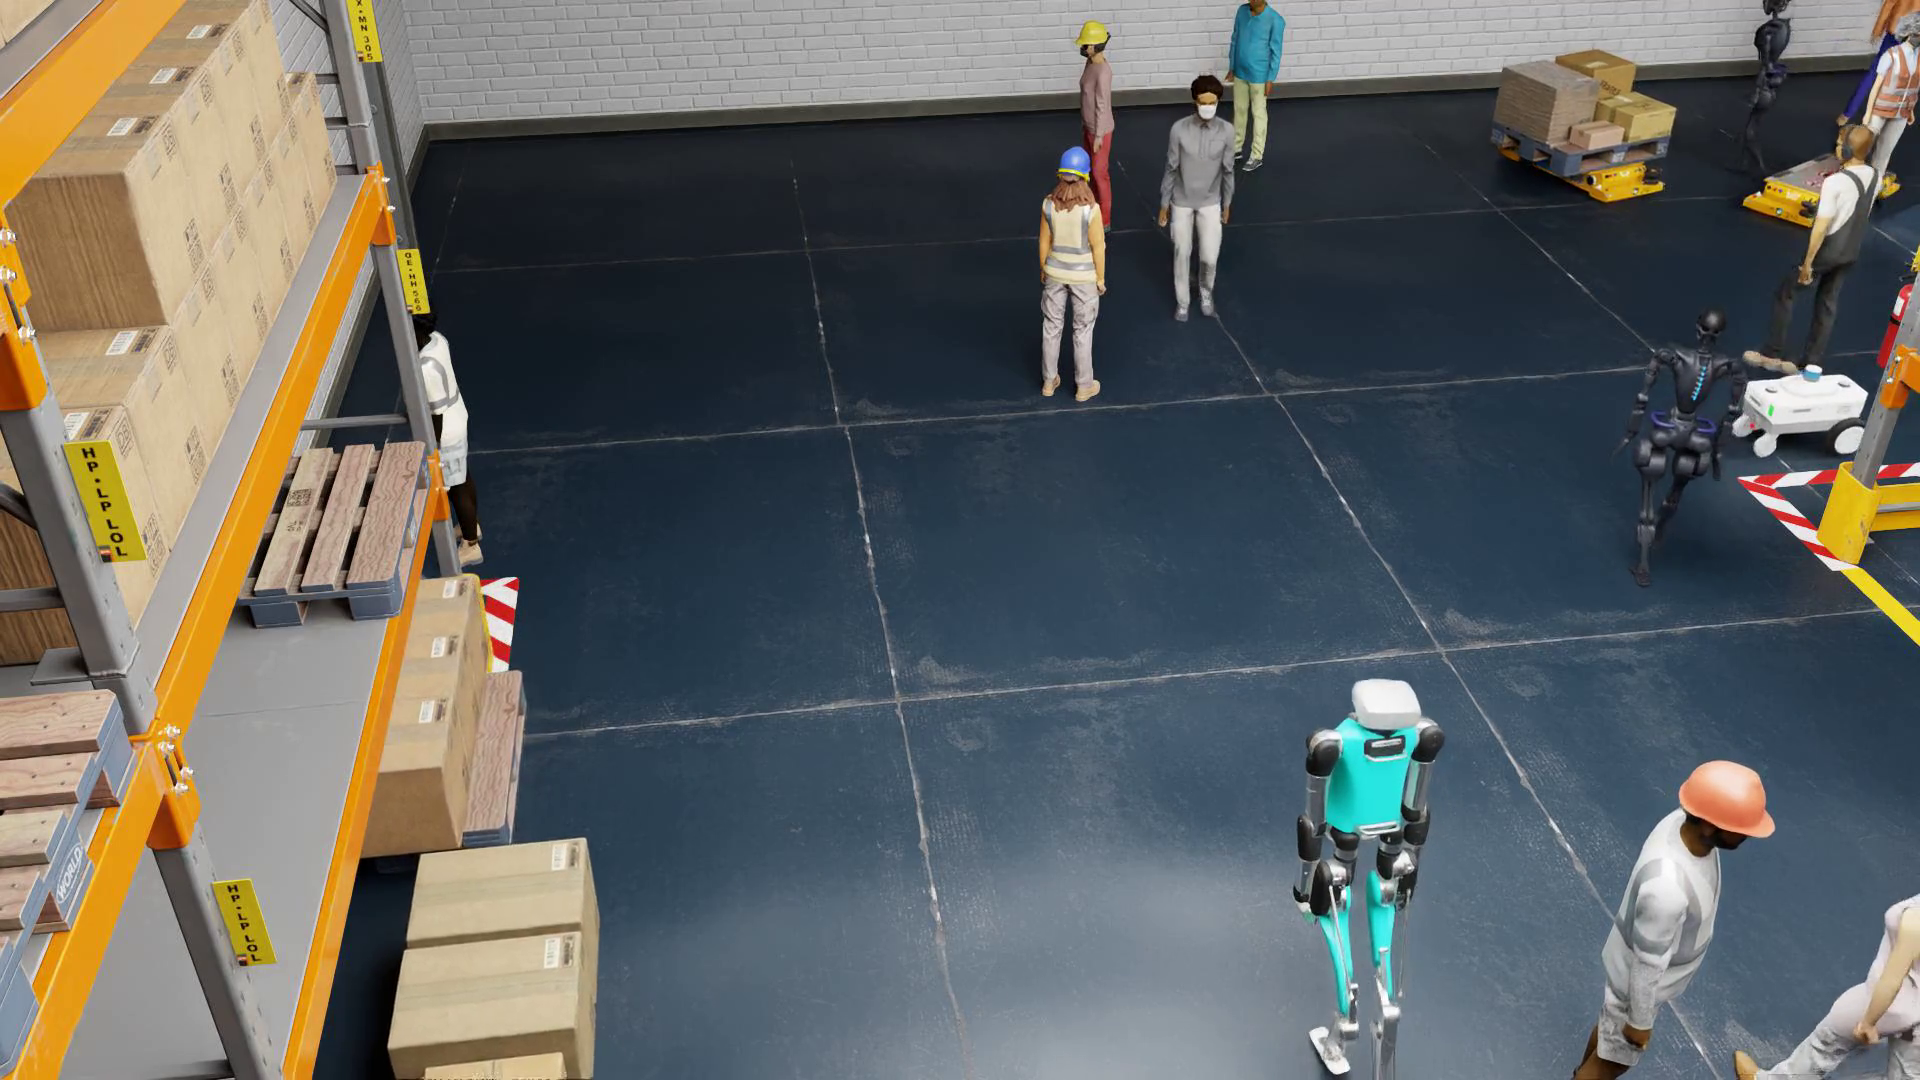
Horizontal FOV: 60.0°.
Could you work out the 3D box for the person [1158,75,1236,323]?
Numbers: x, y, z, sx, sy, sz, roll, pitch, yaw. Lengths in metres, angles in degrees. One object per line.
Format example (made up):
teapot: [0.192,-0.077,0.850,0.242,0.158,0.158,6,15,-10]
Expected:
person: [1.725,-2.475,12.176,0.542,1.881,0.468,4,33,7]

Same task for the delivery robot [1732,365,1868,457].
delivery robot: [5.528,-0.870,10.903,0.756,0.571,0.499,-5,33,-7]

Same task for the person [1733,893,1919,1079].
person: [3.401,1.626,6.113,0.455,1.627,0.689,-12,35,-17]

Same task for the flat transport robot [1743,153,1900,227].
flat transport robot: [7.557,-3.063,14.547,1.431,0.231,0.659,-23,39,-31]

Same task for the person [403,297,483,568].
person: [-2.973,-0.626,9.502,0.321,1.697,0.529,-6,34,-9]

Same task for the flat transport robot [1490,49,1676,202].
flat transport robot: [5.619,-3.432,15.111,0.659,0.231,1.431,-15,36,-21]

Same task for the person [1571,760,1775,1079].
person: [2.511,1.544,5.977,0.391,1.927,0.541,19,38,27]

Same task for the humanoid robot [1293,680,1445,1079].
humanoid robot: [1.594,1.485,6.322,0.546,1.888,0.807,-7,34,-11]

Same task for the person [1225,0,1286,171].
person: [2.611,-4.212,14.955,0.335,1.742,0.561,-24,40,-32]

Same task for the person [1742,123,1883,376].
person: [5.924,-1.993,11.480,0.520,1.821,0.651,-12,35,-17]

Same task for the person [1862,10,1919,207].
person: [7.905,-3.646,14.135,0.453,1.688,0.299,-4,33,-6]

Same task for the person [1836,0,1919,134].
person: [8.907,-4.786,15.662,0.489,1.937,0.618,-15,36,-21]

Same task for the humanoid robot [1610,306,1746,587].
humanoid robot: [4.048,-0.580,9.475,0.608,1.636,0.699,6,34,9]

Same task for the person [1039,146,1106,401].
person: [0.755,-1.775,11.192,0.462,1.777,0.307,12,35,18]

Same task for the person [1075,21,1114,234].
person: [1.088,-3.383,13.677,0.347,1.759,0.520,-6,34,-8]

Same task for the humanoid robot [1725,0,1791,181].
humanoid robot: [7.179,-4.014,14.757,0.487,1.658,0.617,23,40,31]
